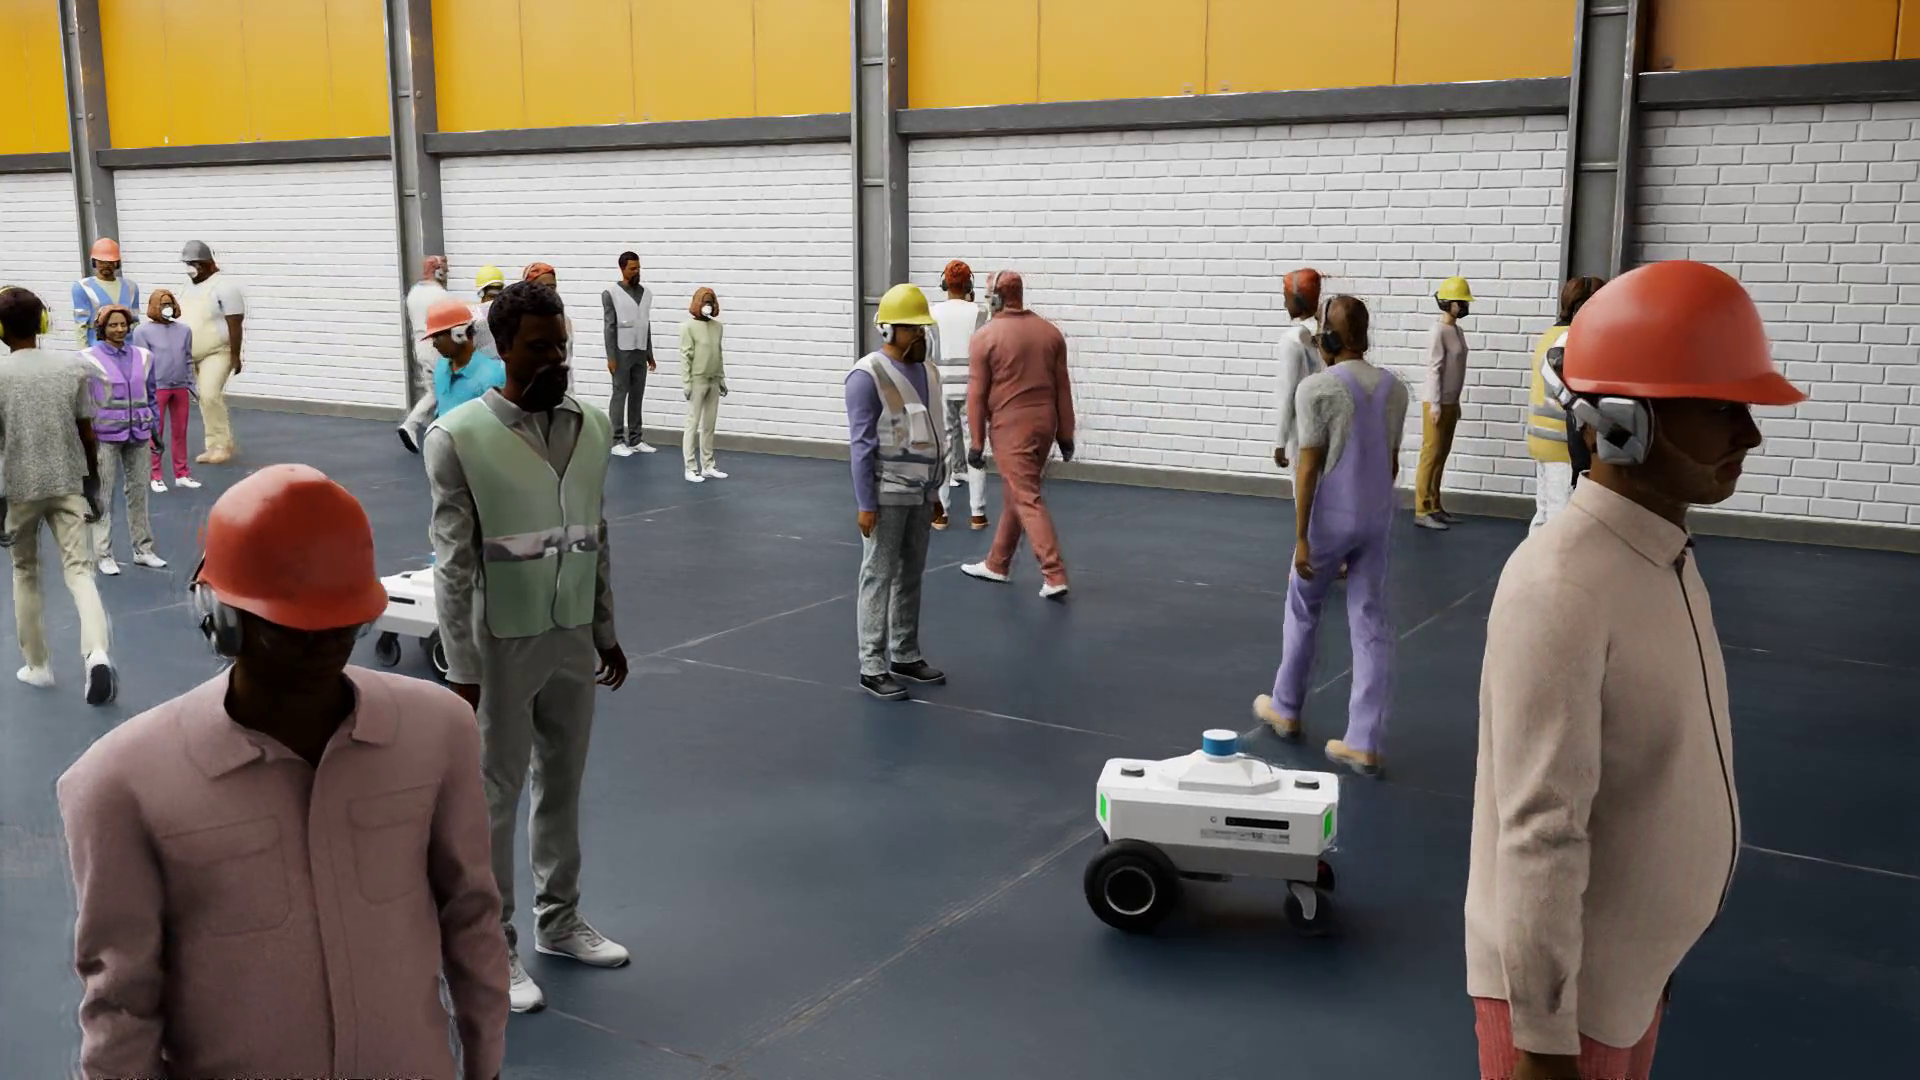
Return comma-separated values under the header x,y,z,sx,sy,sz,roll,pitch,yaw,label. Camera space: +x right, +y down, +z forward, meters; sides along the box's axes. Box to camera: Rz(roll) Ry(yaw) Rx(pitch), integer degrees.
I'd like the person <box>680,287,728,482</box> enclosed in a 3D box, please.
x,y,z,sx,sy,sz,roll,pitch,yaw,label
-2.153,-1.312,14.029,0.283,1.631,0.503,7,12,34,person

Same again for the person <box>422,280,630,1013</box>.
x,y,z,sx,sy,sz,roll,pitch,yaw,label
-1.154,0.269,4.477,0.386,1.918,0.590,7,12,34,person

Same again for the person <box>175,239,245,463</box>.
x,y,z,sx,sy,sz,roll,pitch,yaw,label
-6.845,-1.697,15.034,0.706,2.000,0.561,4,11,23,person

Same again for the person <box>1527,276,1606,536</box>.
x,y,z,sx,sy,sz,roll,pitch,yaw,label
3.145,-0.428,8.562,0.429,1.839,0.634,1,10,6,person

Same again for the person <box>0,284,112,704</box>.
x,y,z,sx,sy,sz,roll,pitch,yaw,label
-4.022,-0.201,7.329,0.519,1.838,0.875,-8,13,-38,person

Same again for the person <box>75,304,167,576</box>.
x,y,z,sx,sy,sz,roll,pitch,yaw,label
-5.118,-0.616,10.155,0.314,1.639,0.517,7,12,34,person

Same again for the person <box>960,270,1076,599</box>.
x,y,z,sx,sy,sz,roll,pitch,yaw,label
0.358,-0.605,9.518,0.653,1.860,0.933,-9,14,-41,person

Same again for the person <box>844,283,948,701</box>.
x,y,z,sx,sy,sz,roll,pitch,yaw,label
-0.256,-0.219,7.419,0.403,1.832,0.594,7,12,34,person

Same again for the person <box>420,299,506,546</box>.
x,y,z,sx,sy,sz,roll,pitch,yaw,label
-2.492,-0.353,8.441,0.649,1.723,0.463,7,13,35,person

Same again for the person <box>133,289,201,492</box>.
x,y,z,sx,sy,sz,roll,pitch,yaw,label
-6.410,-1.211,13.470,0.274,1.632,0.503,7,12,34,person

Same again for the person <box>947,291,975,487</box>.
x,y,z,sx,sy,sz,roll,pitch,yaw,label
-0.014,-1.266,13.755,0.314,1.639,0.517,7,12,34,person

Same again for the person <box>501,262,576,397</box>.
x,y,z,sx,sy,sz,roll,pitch,yaw,label
-2.633,-0.800,10.499,0.349,1.882,0.577,7,12,34,person

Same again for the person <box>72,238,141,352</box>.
x,y,z,sx,sy,sz,roll,pitch,yaw,label
-7.656,-1.699,15.052,0.396,2.038,0.611,7,12,34,person

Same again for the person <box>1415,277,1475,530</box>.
x,y,z,sx,sy,sz,roll,pitch,yaw,label
3.429,-0.961,11.714,0.330,1.767,0.528,7,12,34,person

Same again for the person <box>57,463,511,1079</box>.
x,y,z,sx,sy,sz,roll,pitch,yaw,label
-0.863,0.761,2.259,0.570,1.742,0.360,-8,13,-37,person

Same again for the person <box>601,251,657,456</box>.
x,y,z,sx,sy,sz,roll,pitch,yaw,label
-3.131,-1.762,15.734,0.386,1.918,0.590,7,12,34,person

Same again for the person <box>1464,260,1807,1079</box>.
x,y,z,sx,sy,sz,roll,pitch,yaw,label
0.919,0.610,2.377,0.395,1.993,0.614,7,12,34,person

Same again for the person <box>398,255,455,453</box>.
x,y,z,sx,sy,sz,roll,pitch,yaw,label
-4.895,-1.715,15.571,0.659,1.884,0.713,10,14,43,person

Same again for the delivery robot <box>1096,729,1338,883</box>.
x,y,z,sx,sy,sz,roll,pitch,yaw,label
0.775,0.812,4.987,0.707,0.478,0.477,2,10,13,delivery robot

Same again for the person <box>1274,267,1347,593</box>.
x,y,z,sx,sy,sz,roll,pitch,yaw,label
1.999,-0.612,9.498,0.606,1.868,0.405,-8,13,-39,person

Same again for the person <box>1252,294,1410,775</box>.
x,y,z,sx,sy,sz,roll,pitch,yaw,label
1.453,-0.051,6.524,0.514,1.807,0.828,-3,11,-18,person

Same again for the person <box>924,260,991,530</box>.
x,y,z,sx,sy,sz,roll,pitch,yaw,label
-0.018,-1.008,11.651,0.585,1.882,0.337,0,10,-1,person
